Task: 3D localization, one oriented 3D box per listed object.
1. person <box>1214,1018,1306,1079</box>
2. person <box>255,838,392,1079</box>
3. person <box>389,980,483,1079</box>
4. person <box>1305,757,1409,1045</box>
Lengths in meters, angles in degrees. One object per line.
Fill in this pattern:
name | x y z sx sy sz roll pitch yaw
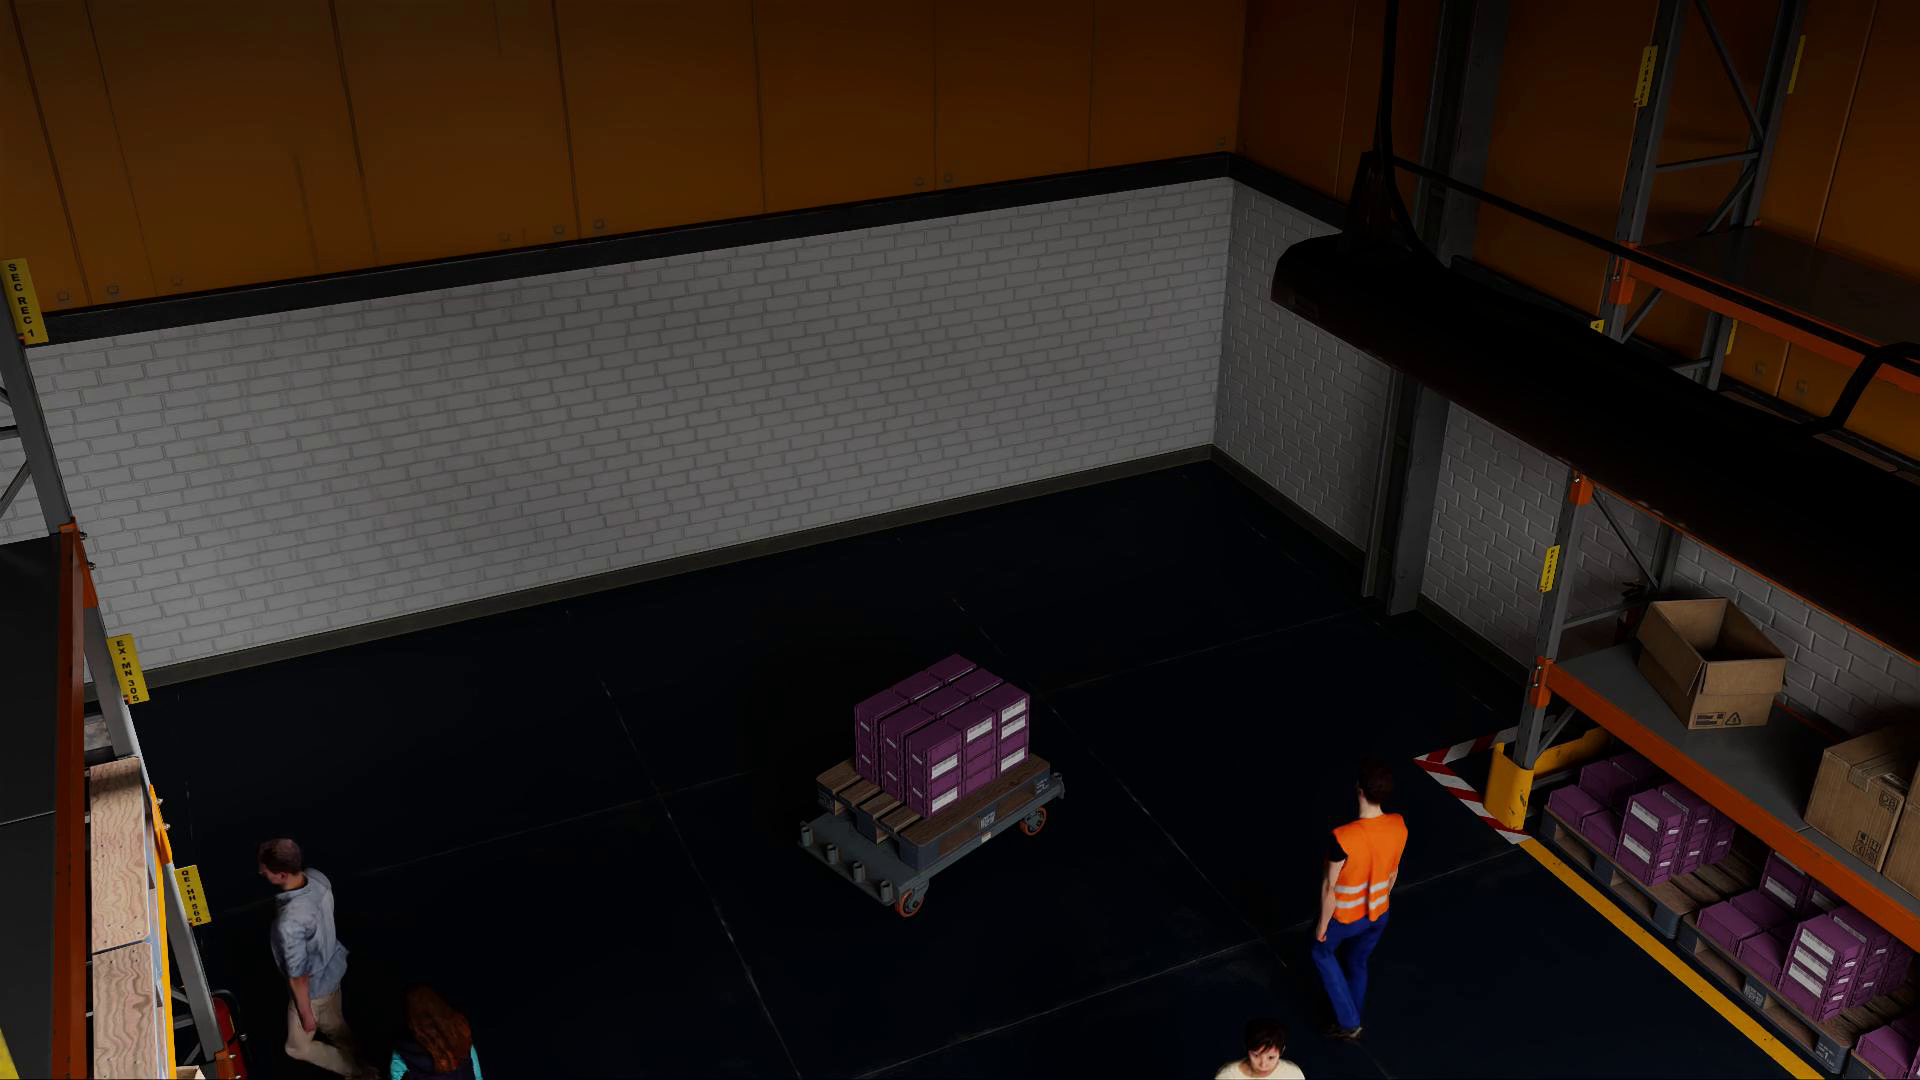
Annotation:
person | 1.398 2.899 7.961 0.655 1.587 0.624 0 29 0
person | -3.297 2.325 8.757 0.864 1.834 0.801 0 29 0
person | -2.523 2.837 8.209 0.772 1.458 1.039 -23 36 -36
person | 2.223 2.080 9.165 0.696 1.872 0.684 -11 31 -20
